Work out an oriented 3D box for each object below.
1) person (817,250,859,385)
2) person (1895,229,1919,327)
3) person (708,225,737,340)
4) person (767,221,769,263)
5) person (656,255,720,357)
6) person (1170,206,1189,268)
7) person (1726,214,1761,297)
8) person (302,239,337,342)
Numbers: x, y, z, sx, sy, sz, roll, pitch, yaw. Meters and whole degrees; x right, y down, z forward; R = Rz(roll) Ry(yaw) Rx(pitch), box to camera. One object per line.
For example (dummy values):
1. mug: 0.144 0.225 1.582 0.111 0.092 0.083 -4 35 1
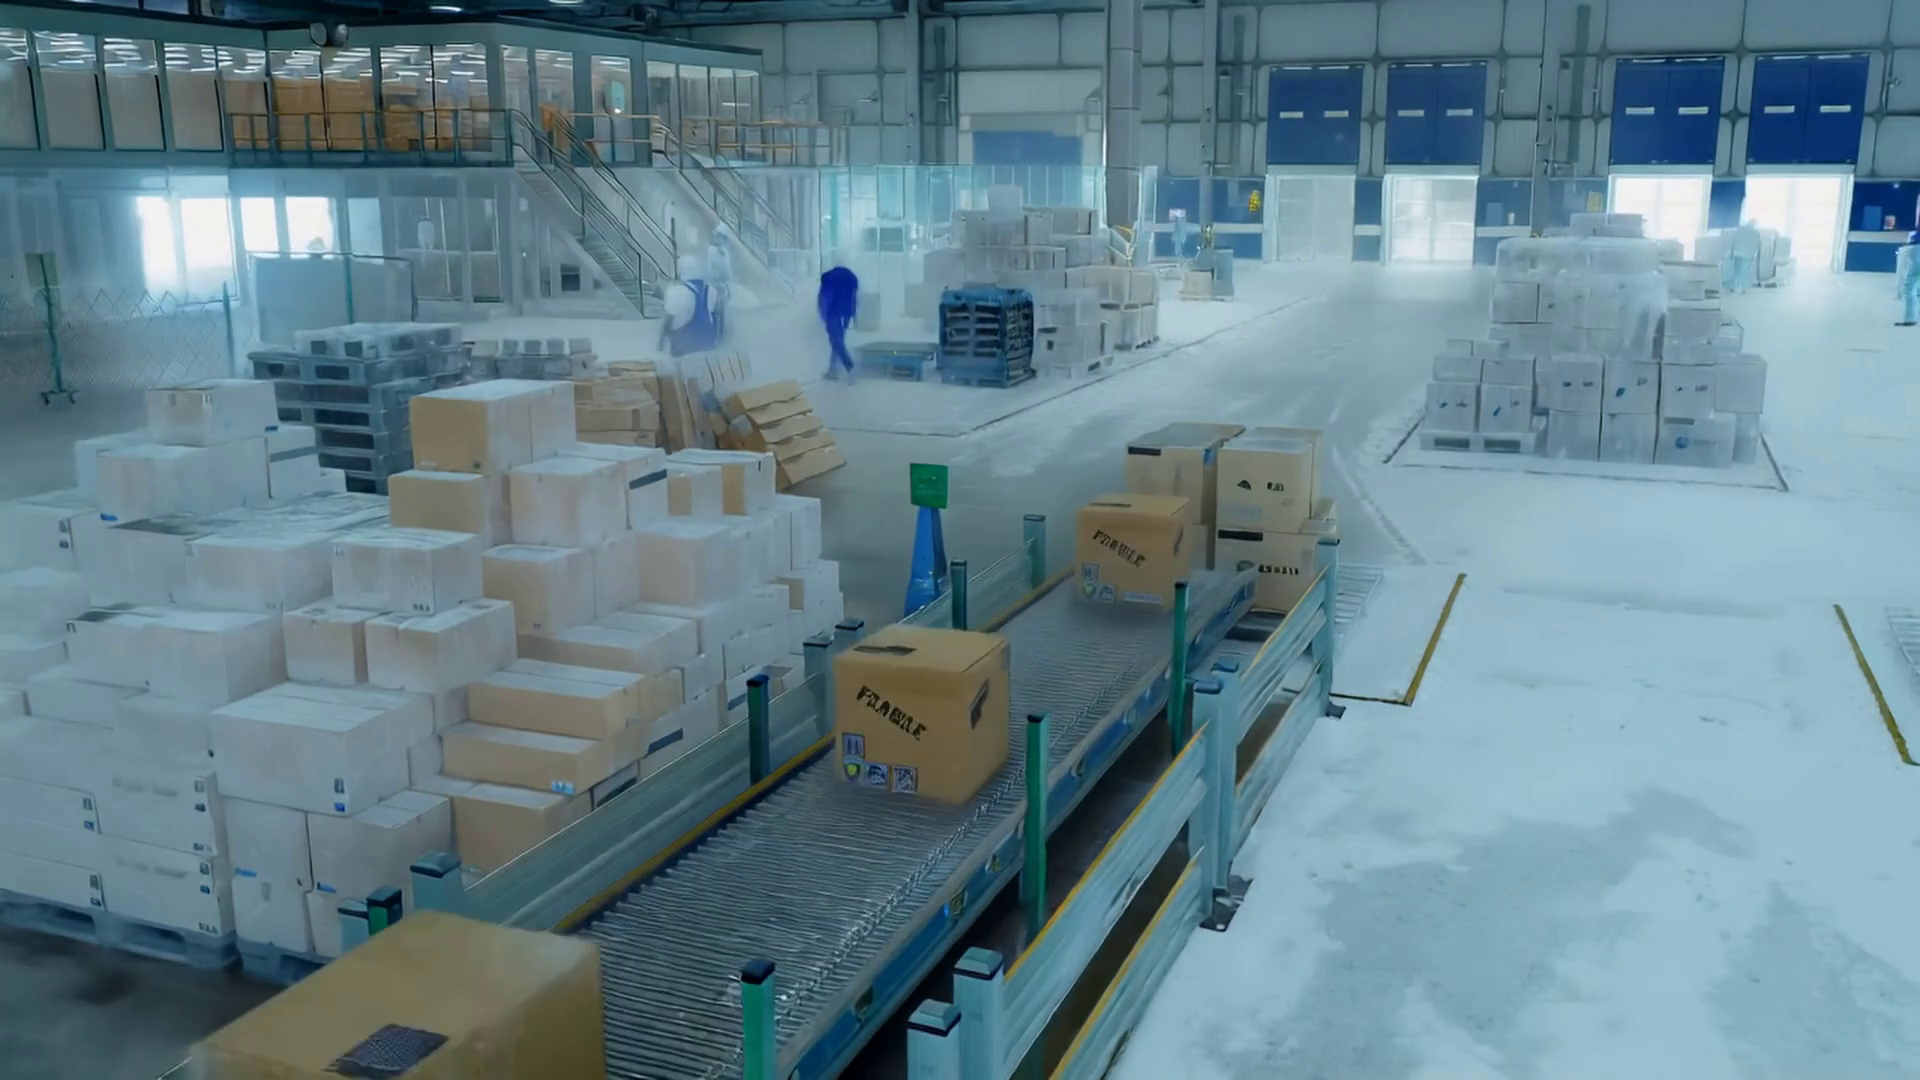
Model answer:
1. person: -1.707 -3.162 23.622 0.637 1.903 0.937 -12 17 -42
2. person: 18.462 -5.072 32.226 0.533 1.868 0.310 -7 14 -28
3. person: -4.231 -4.594 29.730 0.453 2.036 0.632 3 13 15
4. person: -5.669 -8.597 48.089 0.633 1.846 0.429 -4 13 -16
5. person: -3.301 -2.462 20.131 1.009 2.000 0.695 11 17 41
6. person: 6.764 -9.305 51.140 0.583 1.906 0.487 -11 17 -41
7. person: 18.691 -6.774 39.670 0.655 1.957 0.478 2 13 10
8. person: -10.204 -3.826 26.507 0.400 1.923 0.577 2 13 7
